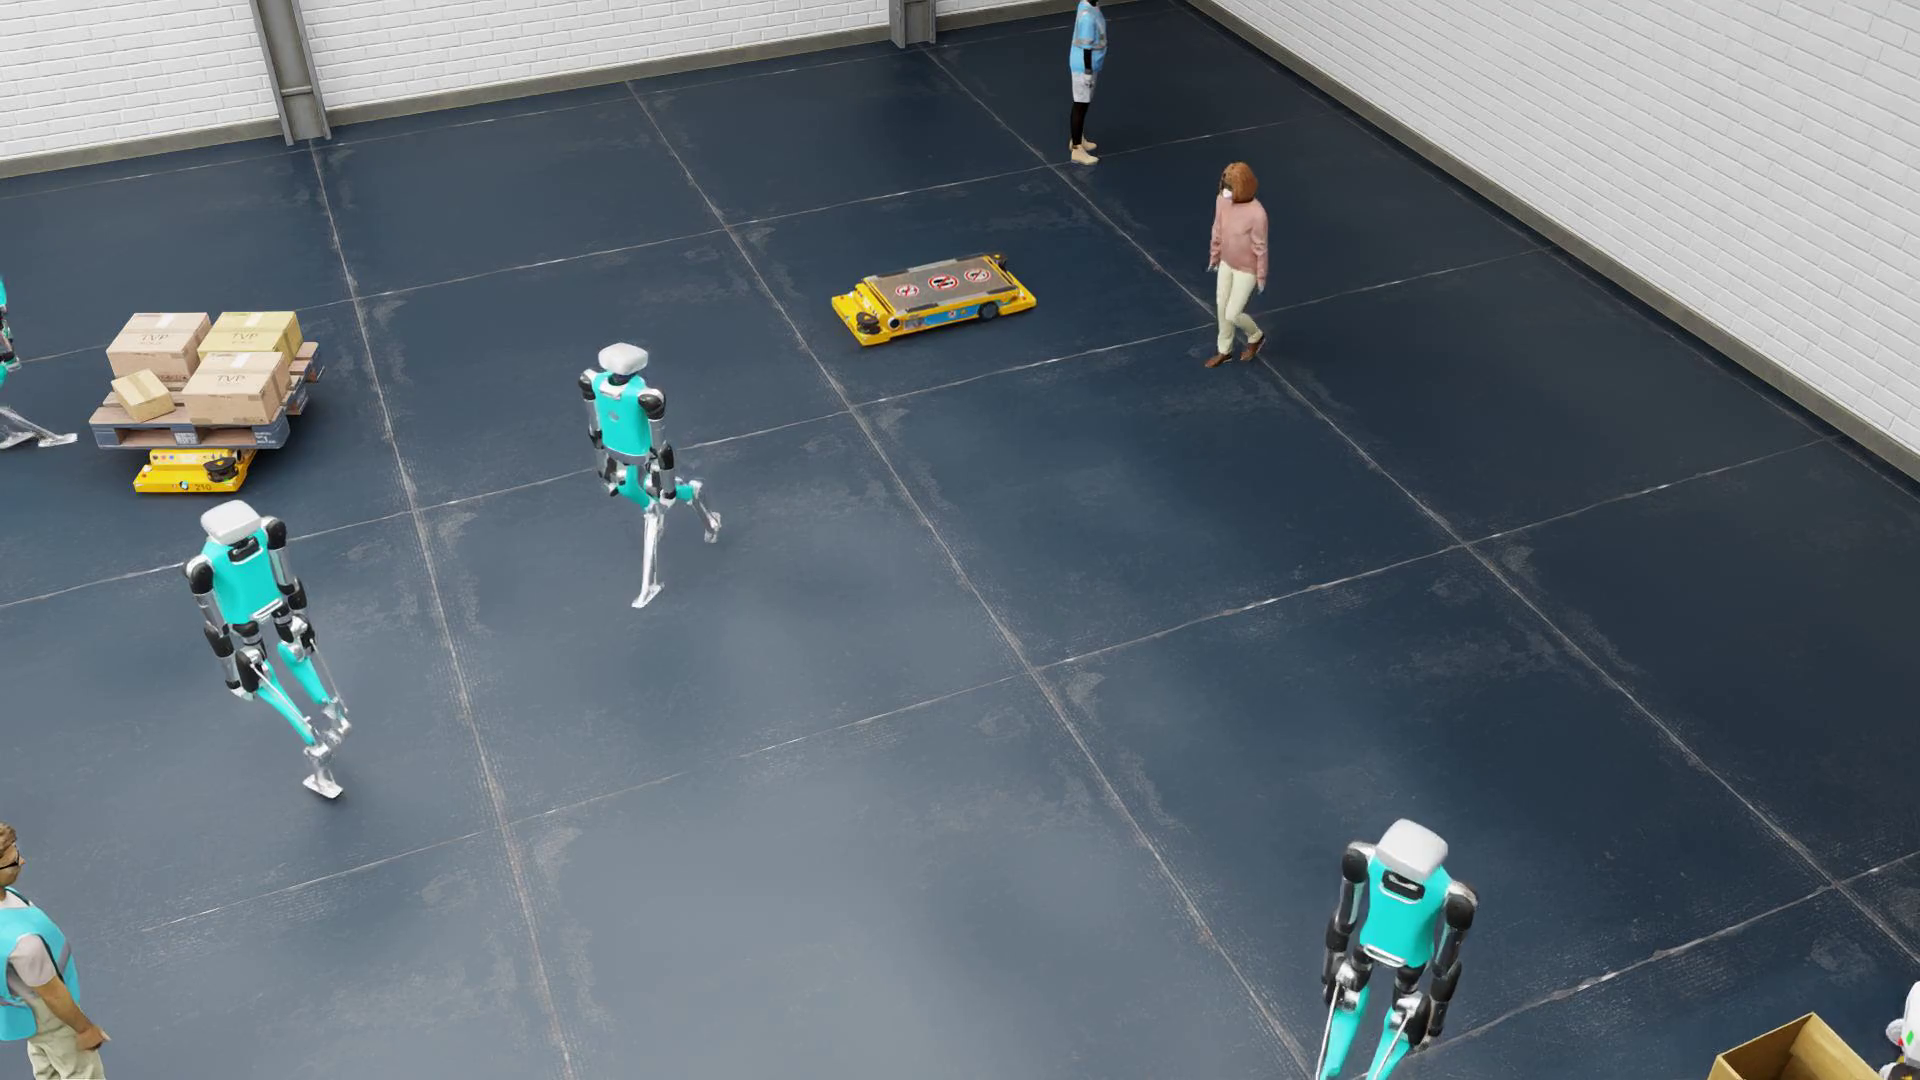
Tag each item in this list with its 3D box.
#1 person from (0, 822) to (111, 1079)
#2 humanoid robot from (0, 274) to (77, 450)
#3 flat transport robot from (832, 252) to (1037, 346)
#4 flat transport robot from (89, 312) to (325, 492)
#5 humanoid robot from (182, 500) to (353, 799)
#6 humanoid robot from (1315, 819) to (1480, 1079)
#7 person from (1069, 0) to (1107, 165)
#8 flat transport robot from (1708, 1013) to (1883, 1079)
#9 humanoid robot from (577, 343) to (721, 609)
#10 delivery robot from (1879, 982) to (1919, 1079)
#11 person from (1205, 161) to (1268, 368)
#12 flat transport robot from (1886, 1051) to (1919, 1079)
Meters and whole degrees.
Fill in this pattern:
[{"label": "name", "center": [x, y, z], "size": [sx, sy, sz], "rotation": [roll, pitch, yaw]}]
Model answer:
[{"label": "person", "center": [-3.649, 1.838, 6.594], "size": [0.563, 1.837, 0.397], "rotation": [24, 43, 28]}, {"label": "humanoid robot", "center": [-6.371, -1.252, 10.700], "size": [0.728, 1.785, 0.557], "rotation": [-20, 42, -24]}, {"label": "flat transport robot", "center": [-0.198, -1.849, 12.680], "size": [1.431, 0.231, 0.659], "rotation": [-15, 40, -19]}, {"label": "flat transport robot", "center": [-5.036, -0.806, 11.322], "size": [0.659, 0.231, 1.431], "rotation": [0, 38, 0]}, {"label": "humanoid robot", "center": [-3.282, 0.642, 8.238], "size": [0.683, 1.801, 0.546], "rotation": [21, 42, 25]}, {"label": "humanoid robot", "center": [1.576, 1.889, 6.519], "size": [0.545, 1.690, 0.728], "rotation": [23, 43, 27]}, {"label": "person", "center": [1.109, -4.134, 14.481], "size": [0.321, 1.695, 0.535], "rotation": [3, 38, 3]}, {"label": "flat transport robot", "center": [3.394, 2.870, 6.538], "size": [1.431, 0.231, 0.659], "rotation": [-10, 39, -13]}, {"label": "humanoid robot", "center": [-1.719, -0.503, 9.749], "size": [0.556, 1.787, 0.923], "rotation": [16, 40, 20]}, {"label": "delivery robot", "center": [4.424, 2.220, 7.134], "size": [0.768, 0.576, 0.499], "rotation": [19, 42, 23]}, {"label": "person", "center": [1.957, -1.903, 11.642], "size": [0.403, 1.610, 0.547], "rotation": [-23, 43, -27]}, {"label": "flat transport robot", "center": [4.675, 2.559, 6.942], "size": [1.431, 0.231, 0.659], "rotation": [31, 47, 34]}]
